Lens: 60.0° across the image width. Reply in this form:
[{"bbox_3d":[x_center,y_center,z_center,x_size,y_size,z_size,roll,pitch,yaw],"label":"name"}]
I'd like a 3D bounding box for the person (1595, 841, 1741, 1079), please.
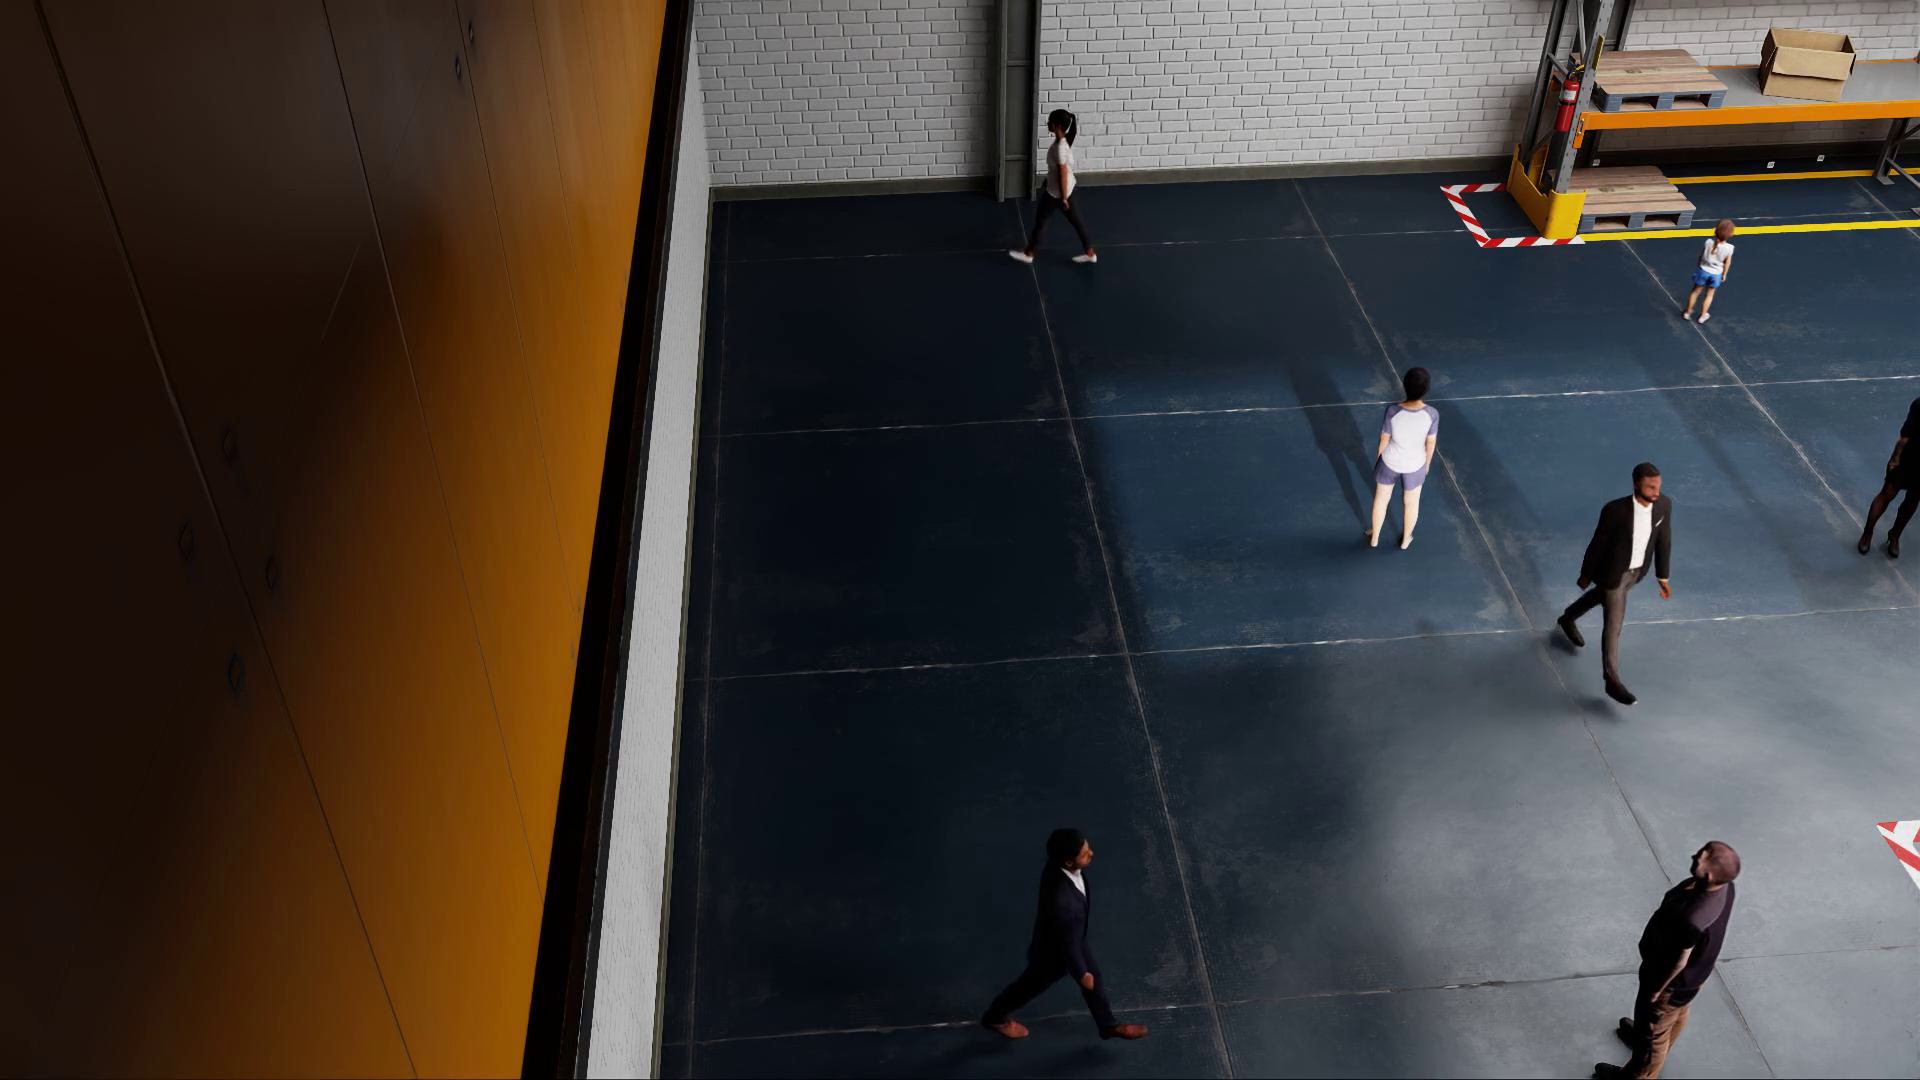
[{"bbox_3d":[3.768,2.228,8.708,0.830,1.841,0.770,28,46,30],"label":"person"}]

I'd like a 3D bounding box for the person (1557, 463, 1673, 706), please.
[{"bbox_3d":[4.438,0.176,11.351,1.212,1.750,0.959,-13,41,-16],"label":"person"}]

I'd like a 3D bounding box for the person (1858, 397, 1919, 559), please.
[{"bbox_3d":[7.127,-0.594,12.351,0.544,1.705,0.705,9,39,11],"label":"person"}]

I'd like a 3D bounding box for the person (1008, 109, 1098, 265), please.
[{"bbox_3d":[1.047,-3.320,15.851,1.152,1.597,0.803,8,39,10],"label":"person"}]

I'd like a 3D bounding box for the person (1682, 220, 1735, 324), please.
[{"bbox_3d":[6.884,-2.477,15.261,0.461,1.016,0.538,20,43,24],"label":"person"}]

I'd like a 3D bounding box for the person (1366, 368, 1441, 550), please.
[{"bbox_3d":[3.326,-0.609,12.482,0.548,1.565,0.683,7,39,9],"label":"person"}]

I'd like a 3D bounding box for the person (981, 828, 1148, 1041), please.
[{"bbox_3d":[0.438,2.173,8.906,1.231,1.680,0.874,7,39,9],"label":"person"}]
